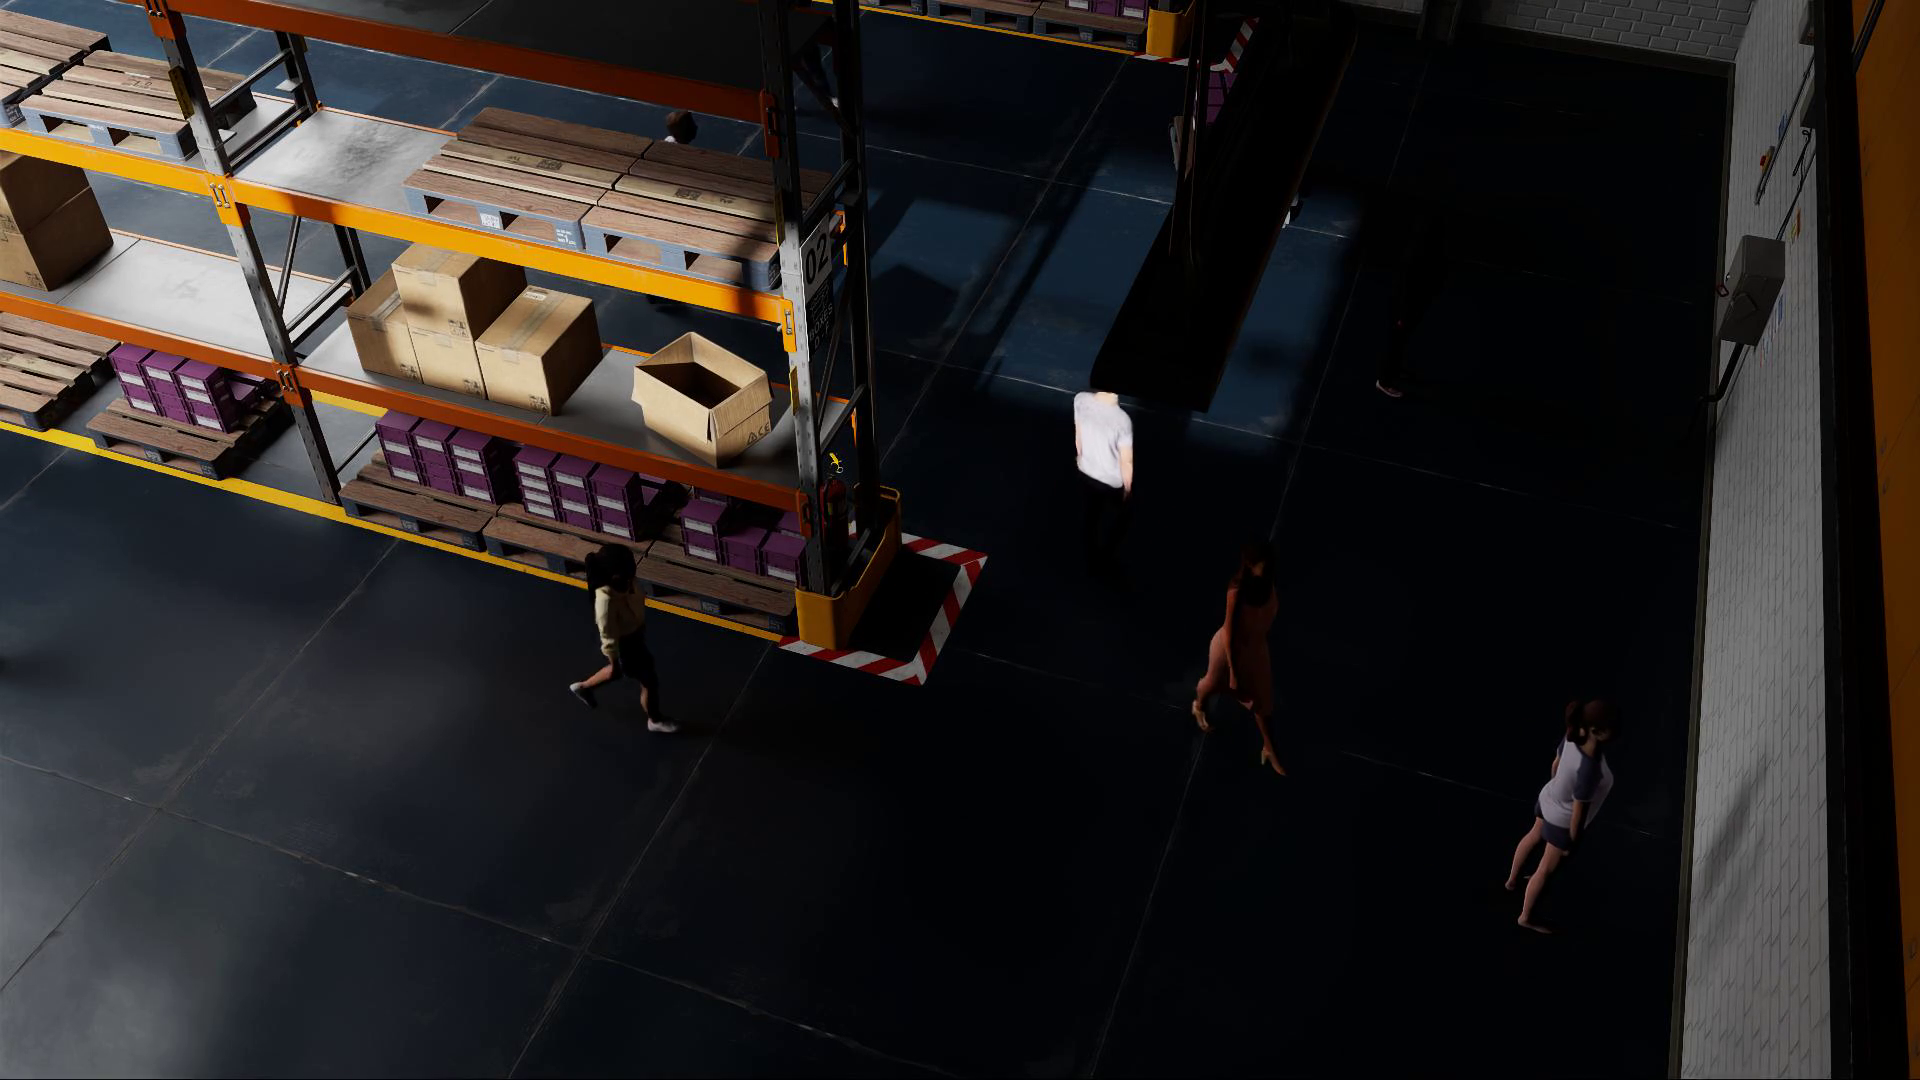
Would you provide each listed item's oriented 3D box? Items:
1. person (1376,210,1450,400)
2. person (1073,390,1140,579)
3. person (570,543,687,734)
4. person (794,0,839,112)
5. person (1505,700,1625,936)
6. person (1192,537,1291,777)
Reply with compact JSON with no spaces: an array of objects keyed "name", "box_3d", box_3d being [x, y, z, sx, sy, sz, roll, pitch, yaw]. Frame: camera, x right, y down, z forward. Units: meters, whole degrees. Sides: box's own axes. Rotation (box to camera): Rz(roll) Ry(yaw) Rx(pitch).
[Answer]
[{"name":"person","box_3d":[3.505,-1.859,12.965,0.669,1.616,0.679,21,48,21]},{"name":"person","box_3d":[0.929,-0.414,11.273,0.733,1.858,0.868,33,53,30]},{"name":"person","box_3d":[-2.151,0.621,10.365,1.045,1.612,0.801,6,44,6]},{"name":"person","box_3d":[-1.700,-4.945,16.087,1.066,1.777,0.710,16,46,16]},{"name":"person","box_3d":[3.371,1.518,9.311,0.641,1.765,0.649,1,44,1]},{"name":"person","box_3d":[1.643,0.623,10.232,0.980,1.792,1.115,-24,49,-23]}]
